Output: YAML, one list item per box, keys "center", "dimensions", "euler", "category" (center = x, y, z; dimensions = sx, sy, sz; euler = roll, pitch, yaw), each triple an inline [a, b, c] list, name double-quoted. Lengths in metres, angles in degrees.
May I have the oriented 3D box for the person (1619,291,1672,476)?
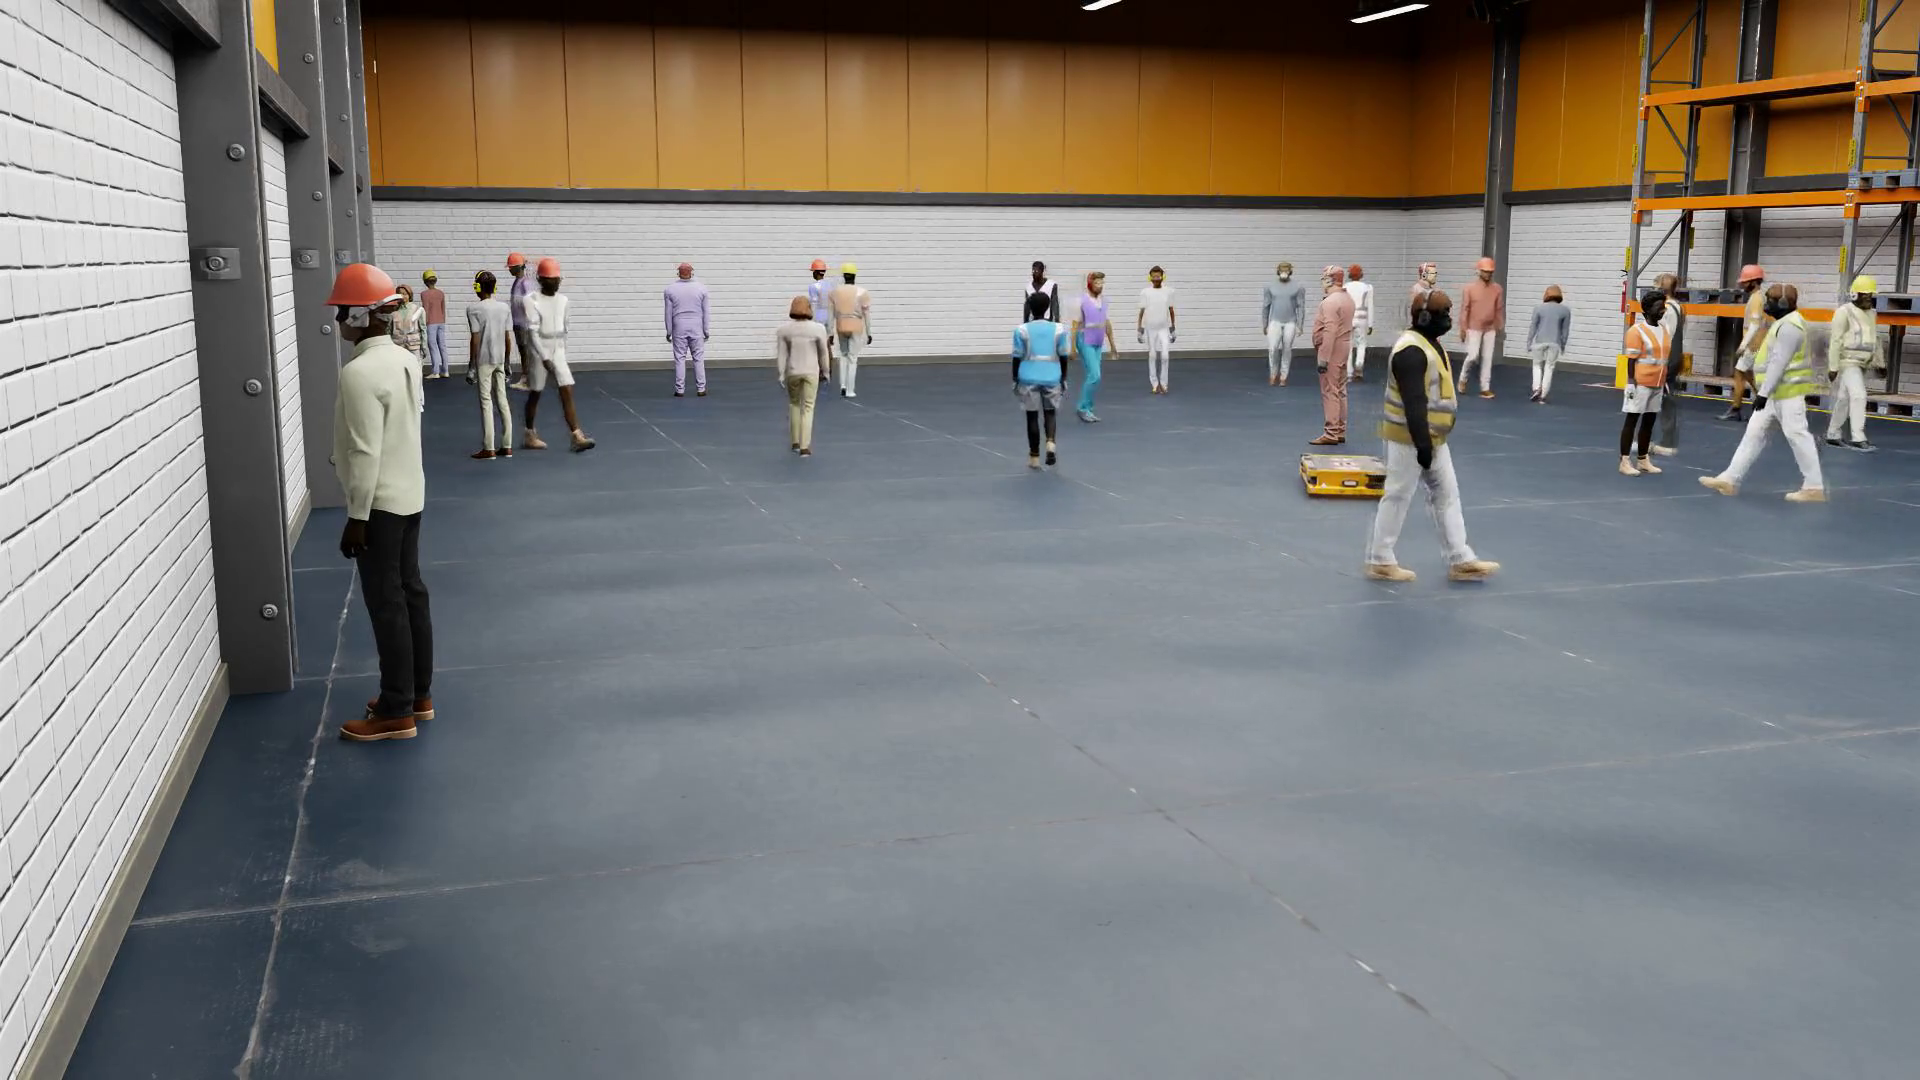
- center: [6.308, -1.432, 15.269]
  dimensions: [0.537, 1.695, 0.321]
  euler: [-5, 11, -27]
  category: "person"

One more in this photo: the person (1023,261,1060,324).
- center: [1.315, -3.538, 26.842]
  dimensions: [0.650, 1.906, 0.500]
  euler: [7, 12, 35]
  category: "person"

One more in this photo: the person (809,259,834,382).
- center: [-2.228, -3.477, 26.410]
  dimensions: [0.357, 1.938, 0.545]
  euler: [6, 12, 33]
  category: "person"

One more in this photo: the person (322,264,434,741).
- center: [-2.446, -0.156, 7.018]
  dimensions: [0.376, 1.995, 0.608]
  euler: [0, 10, 1]
  category: "person"

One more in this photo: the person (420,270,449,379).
- center: [-8.559, -3.491, 26.992]
  dimensions: [0.322, 1.765, 0.533]
  euler: [4, 11, 23]
  category: "person"

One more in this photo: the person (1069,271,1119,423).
- center: [1.596, -2.312, 19.987]
  dimensions: [0.495, 1.823, 0.586]
  euler: [8, 12, 38]
  category: "person"

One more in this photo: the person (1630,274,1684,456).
- center: [7.013, -1.765, 16.810]
  dimensions: [0.557, 1.826, 0.613]
  euler: [-9, 13, -42]
  category: "person"

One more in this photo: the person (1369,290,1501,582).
- center: [2.951, -0.616, 10.221]
  dimensions: [0.848, 1.806, 0.645]
  euler: [6, 11, 31]
  category: "person"

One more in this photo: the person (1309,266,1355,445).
- center: [3.952, -1.962, 17.736]
  dimensions: [0.406, 1.904, 0.654]
  euler: [6, 11, 30]
  category: "person"

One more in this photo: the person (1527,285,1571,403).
- center: [7.988, -2.657, 22.591]
  dimensions: [0.534, 1.605, 0.376]
  euler: [2, 10, 13]
  category: "person"

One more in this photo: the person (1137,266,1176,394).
- center: [2.832, -3.000, 23.907]
  dimensions: [0.575, 1.843, 0.768]
  euler: [1, 10, 4]
  category: "person"

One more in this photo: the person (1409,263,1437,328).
- center: [6.222, -2.743, 22.254]
  dimensions: [0.410, 1.909, 0.643]
  euler: [5, 11, 27]
  category: "person"

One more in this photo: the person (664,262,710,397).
- center: [-3.880, -2.988, 23.669]
  dimensions: [0.641, 1.909, 0.409]
  euler: [-2, 10, -13]
  category: "person"

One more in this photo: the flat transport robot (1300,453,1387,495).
- center: [3.322, -0.578, 14.445]
  dimensions: [0.652, 0.197, 1.431]
  euler: [1, 10, 8]
  category: "flat transport robot"

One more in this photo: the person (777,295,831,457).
- center: [-1.570, -1.660, 16.843]
  dimensions: [0.507, 1.613, 0.638]
  euler: [1, 10, 7]
  category: "person"

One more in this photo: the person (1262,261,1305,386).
- center: [4.926, -3.282, 25.333]
  dimensions: [0.650, 1.915, 0.653]
  euler: [2, 10, 12]
  category: "person"

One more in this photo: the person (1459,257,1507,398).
- center: [7.390, -3.004, 23.543]
  dimensions: [0.644, 1.980, 0.572]
  euler: [-2, 10, -11]
  category: "person"

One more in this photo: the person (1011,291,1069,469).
- center: [0.743, -1.502, 15.684]
  dimensions: [0.552, 1.683, 0.361]
  euler: [-2, 10, -9]
  category: "person"

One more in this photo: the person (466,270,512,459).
- center: [-4.685, -1.736, 16.528]
  dimensions: [0.322, 1.871, 0.524]
  euler: [7, 12, 35]
  category: "person"

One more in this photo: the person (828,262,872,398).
- center: [-1.542, -2.964, 23.511]
  dimensions: [0.601, 1.905, 0.504]
  euler: [2, 10, 12]
  category: "person"

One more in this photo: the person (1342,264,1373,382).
- center: [6.233, -3.423, 26.298]
  dimensions: [0.573, 1.868, 0.438]
  euler: [3, 10, 15]
  category: "person"

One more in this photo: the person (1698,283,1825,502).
- center: [6.704, -1.210, 13.708]
  dimensions: [0.964, 1.792, 0.638]
  euler: [3, 10, 18]
  category: "person"

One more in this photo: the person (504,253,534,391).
- center: [-6.539, -3.240, 24.755]
  dimensions: [0.394, 2.037, 0.605]
  euler: [-6, 11, -31]
  category: "person"

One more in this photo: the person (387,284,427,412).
- center: [-7.079, -2.444, 21.291]
  dimensions: [0.513, 1.641, 0.309]
  euler: [-1, 10, -7]
  category: "person"

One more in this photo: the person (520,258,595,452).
- center: [-4.200, -1.882, 17.059]
  dimensions: [1.026, 1.983, 0.600]
  euler: [9, 13, 42]
  category: "person"

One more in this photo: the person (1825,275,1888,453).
- center: [9.312, -1.810, 17.125]
  dimensions: [0.609, 1.798, 0.751]
  euler: [-7, 12, -34]
  category: "person"

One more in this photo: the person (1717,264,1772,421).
- center: [9.508, -2.359, 20.030]
  dimensions: [0.594, 1.908, 0.626]
  euler: [7, 12, 35]
  category: "person"
